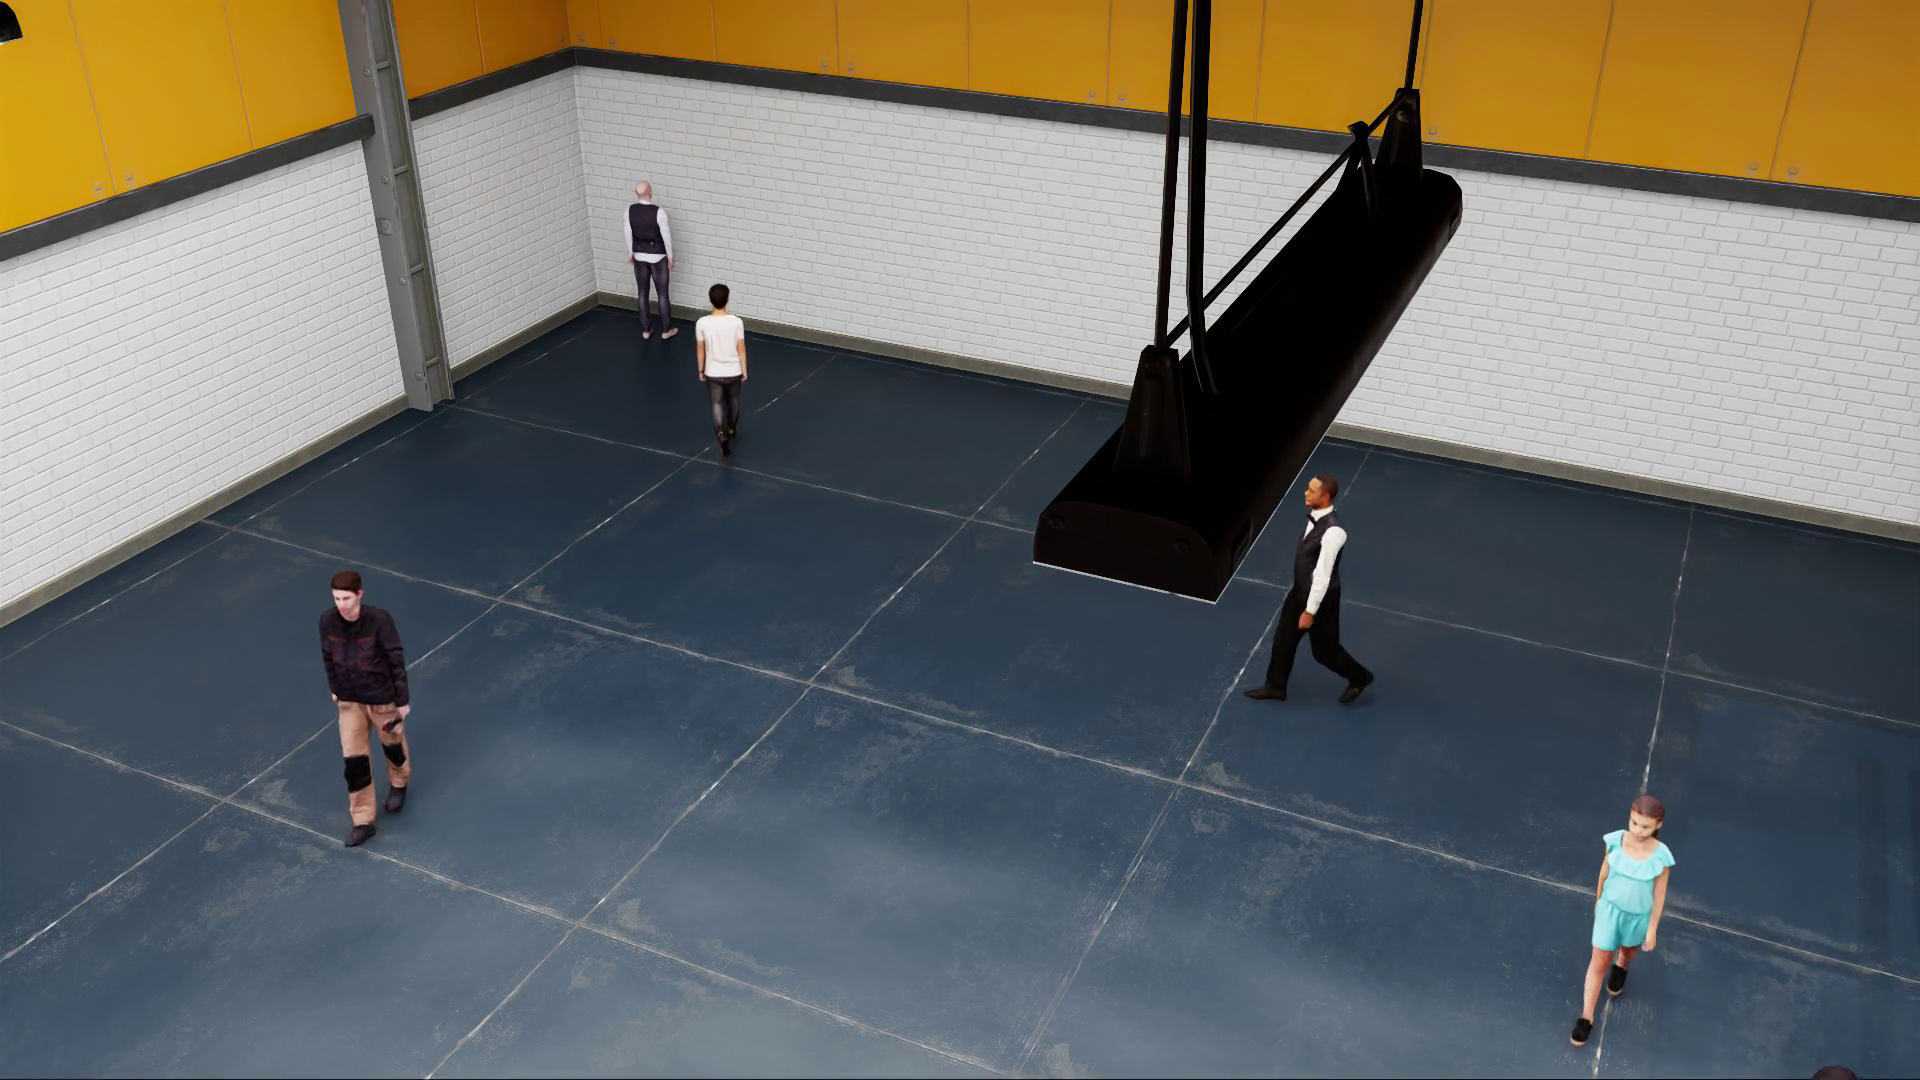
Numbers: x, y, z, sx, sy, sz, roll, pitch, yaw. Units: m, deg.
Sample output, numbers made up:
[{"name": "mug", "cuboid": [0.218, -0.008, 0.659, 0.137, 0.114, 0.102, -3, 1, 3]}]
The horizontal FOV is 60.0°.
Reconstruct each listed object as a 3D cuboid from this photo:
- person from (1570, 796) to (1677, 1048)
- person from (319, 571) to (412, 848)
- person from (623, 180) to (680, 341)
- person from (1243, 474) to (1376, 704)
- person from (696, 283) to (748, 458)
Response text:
[{"name": "person", "cuboid": [3.832, 2.086, 9.489, 0.678, 1.520, 1.091, 18, 33, 30]}, {"name": "person", "cuboid": [-3.901, 1.003, 11.078, 1.025, 1.899, 1.198, -1, 29, -2]}, {"name": "person", "cuboid": [-3.504, -3.161, 18.792, 0.757, 1.822, 0.696, 3, 29, 6]}, {"name": "person", "cuboid": [2.693, 0.411, 12.168, 1.173, 1.893, 1.241, -4, 29, -8]}, {"name": "person", "cuboid": [-2.297, -1.630, 16.111, 0.966, 1.702, 1.106, -4, 29, -8]}]
